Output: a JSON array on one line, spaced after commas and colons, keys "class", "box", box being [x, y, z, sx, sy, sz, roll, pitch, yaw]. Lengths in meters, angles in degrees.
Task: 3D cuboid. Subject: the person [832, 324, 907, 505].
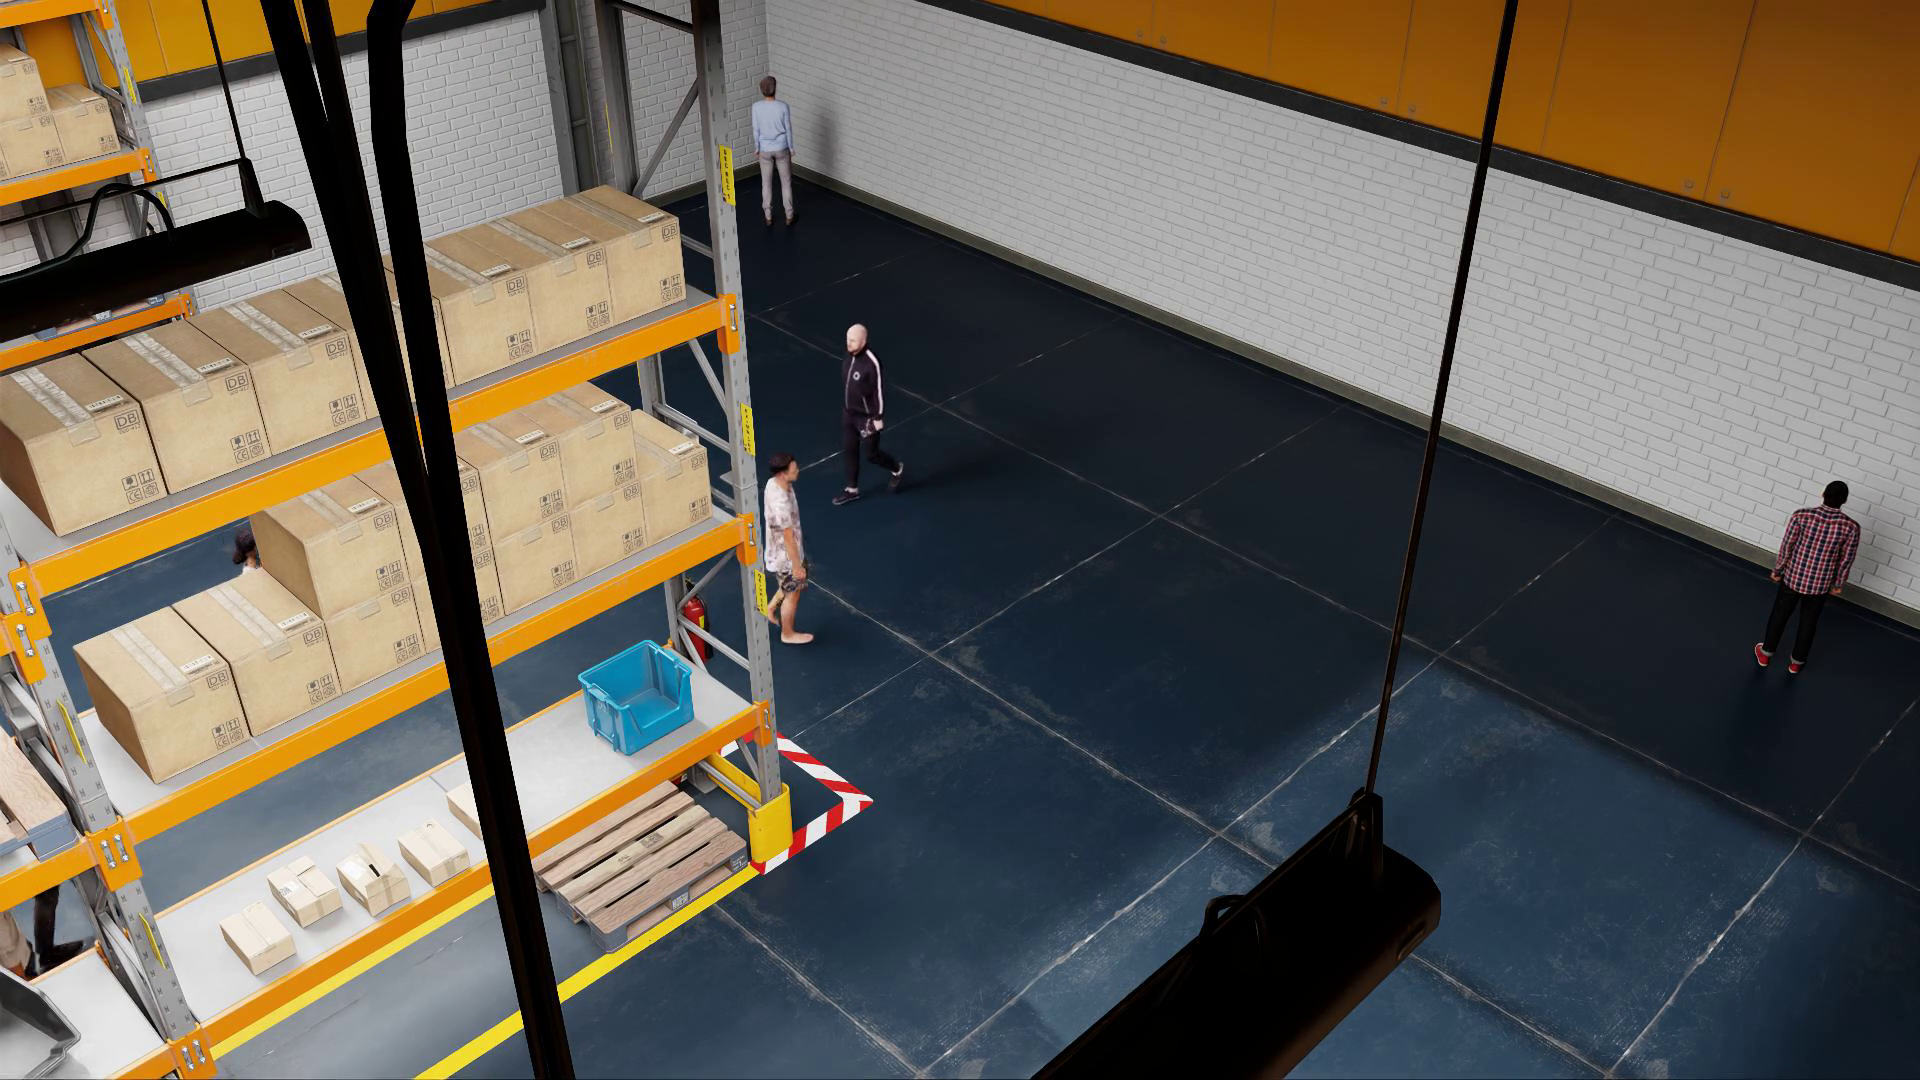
[{"class": "person", "box": [-0.814, -1.181, 15.339, 1.027, 1.820, 0.768, -23, 40, -31]}]

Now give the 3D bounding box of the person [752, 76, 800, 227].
[{"class": "person", "box": [-2.323, -4.875, 20.831, 0.751, 1.894, 0.798, 2, 34, 3]}]

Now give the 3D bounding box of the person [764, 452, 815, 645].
[{"class": "person", "box": [-1.493, 0.094, 13.440, 0.891, 1.800, 0.838, -5, 34, -8]}]

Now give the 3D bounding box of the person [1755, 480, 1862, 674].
[{"class": "person", "box": [6.732, 0.280, 13.194, 0.766, 1.761, 0.728, 14, 36, 20]}]

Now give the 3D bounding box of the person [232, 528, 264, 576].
[{"class": "person", "box": [-5.287, 0.679, 12.604, 1.089, 1.750, 0.942, -6, 34, -8]}]
